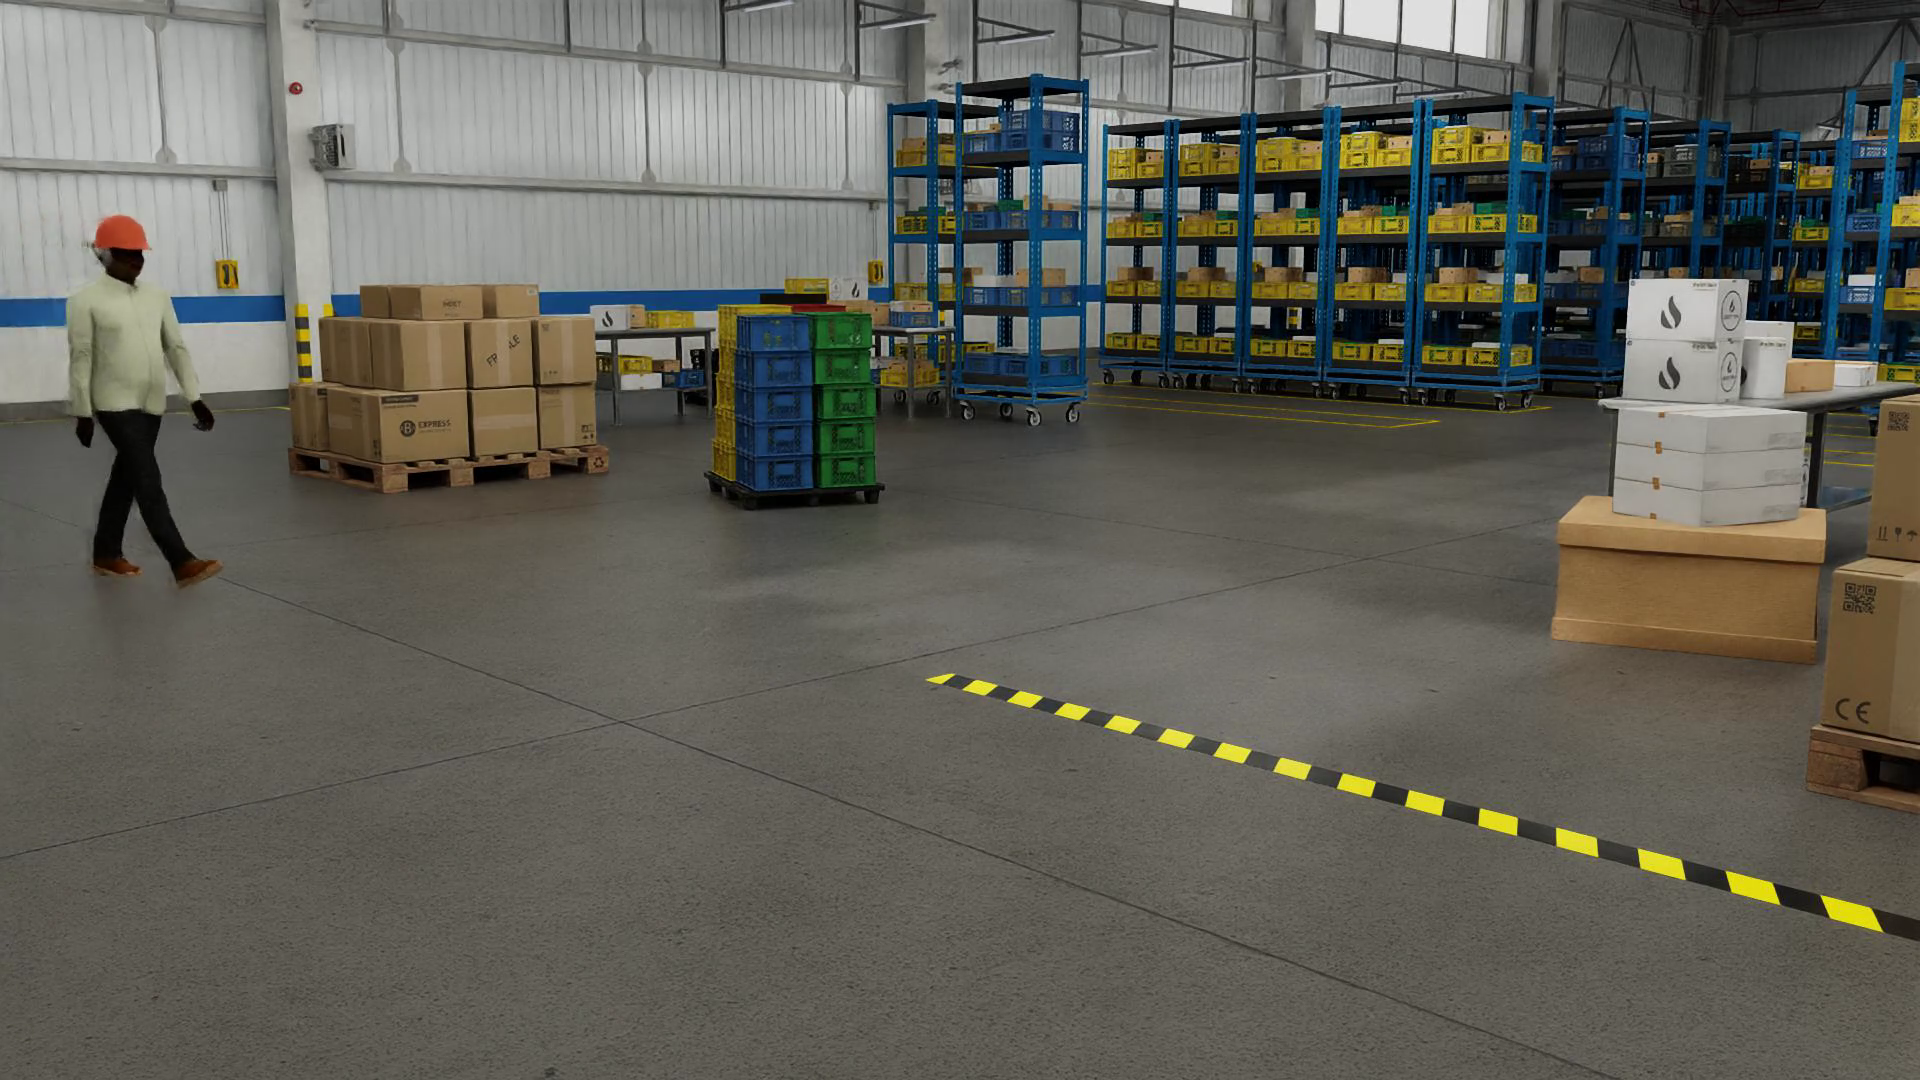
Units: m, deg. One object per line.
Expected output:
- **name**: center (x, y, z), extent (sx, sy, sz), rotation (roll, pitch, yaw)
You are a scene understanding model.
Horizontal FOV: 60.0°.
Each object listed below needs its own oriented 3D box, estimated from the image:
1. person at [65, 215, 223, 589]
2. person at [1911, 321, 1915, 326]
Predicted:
- **person**: center (-4.314, -0.720, 8.763), extent (1.015, 1.941, 0.625), rotation (3, 10, 19)
- **person**: center (15.020, -3.469, 25.620), extent (0.509, 1.827, 0.612), rotation (-8, 12, -41)
